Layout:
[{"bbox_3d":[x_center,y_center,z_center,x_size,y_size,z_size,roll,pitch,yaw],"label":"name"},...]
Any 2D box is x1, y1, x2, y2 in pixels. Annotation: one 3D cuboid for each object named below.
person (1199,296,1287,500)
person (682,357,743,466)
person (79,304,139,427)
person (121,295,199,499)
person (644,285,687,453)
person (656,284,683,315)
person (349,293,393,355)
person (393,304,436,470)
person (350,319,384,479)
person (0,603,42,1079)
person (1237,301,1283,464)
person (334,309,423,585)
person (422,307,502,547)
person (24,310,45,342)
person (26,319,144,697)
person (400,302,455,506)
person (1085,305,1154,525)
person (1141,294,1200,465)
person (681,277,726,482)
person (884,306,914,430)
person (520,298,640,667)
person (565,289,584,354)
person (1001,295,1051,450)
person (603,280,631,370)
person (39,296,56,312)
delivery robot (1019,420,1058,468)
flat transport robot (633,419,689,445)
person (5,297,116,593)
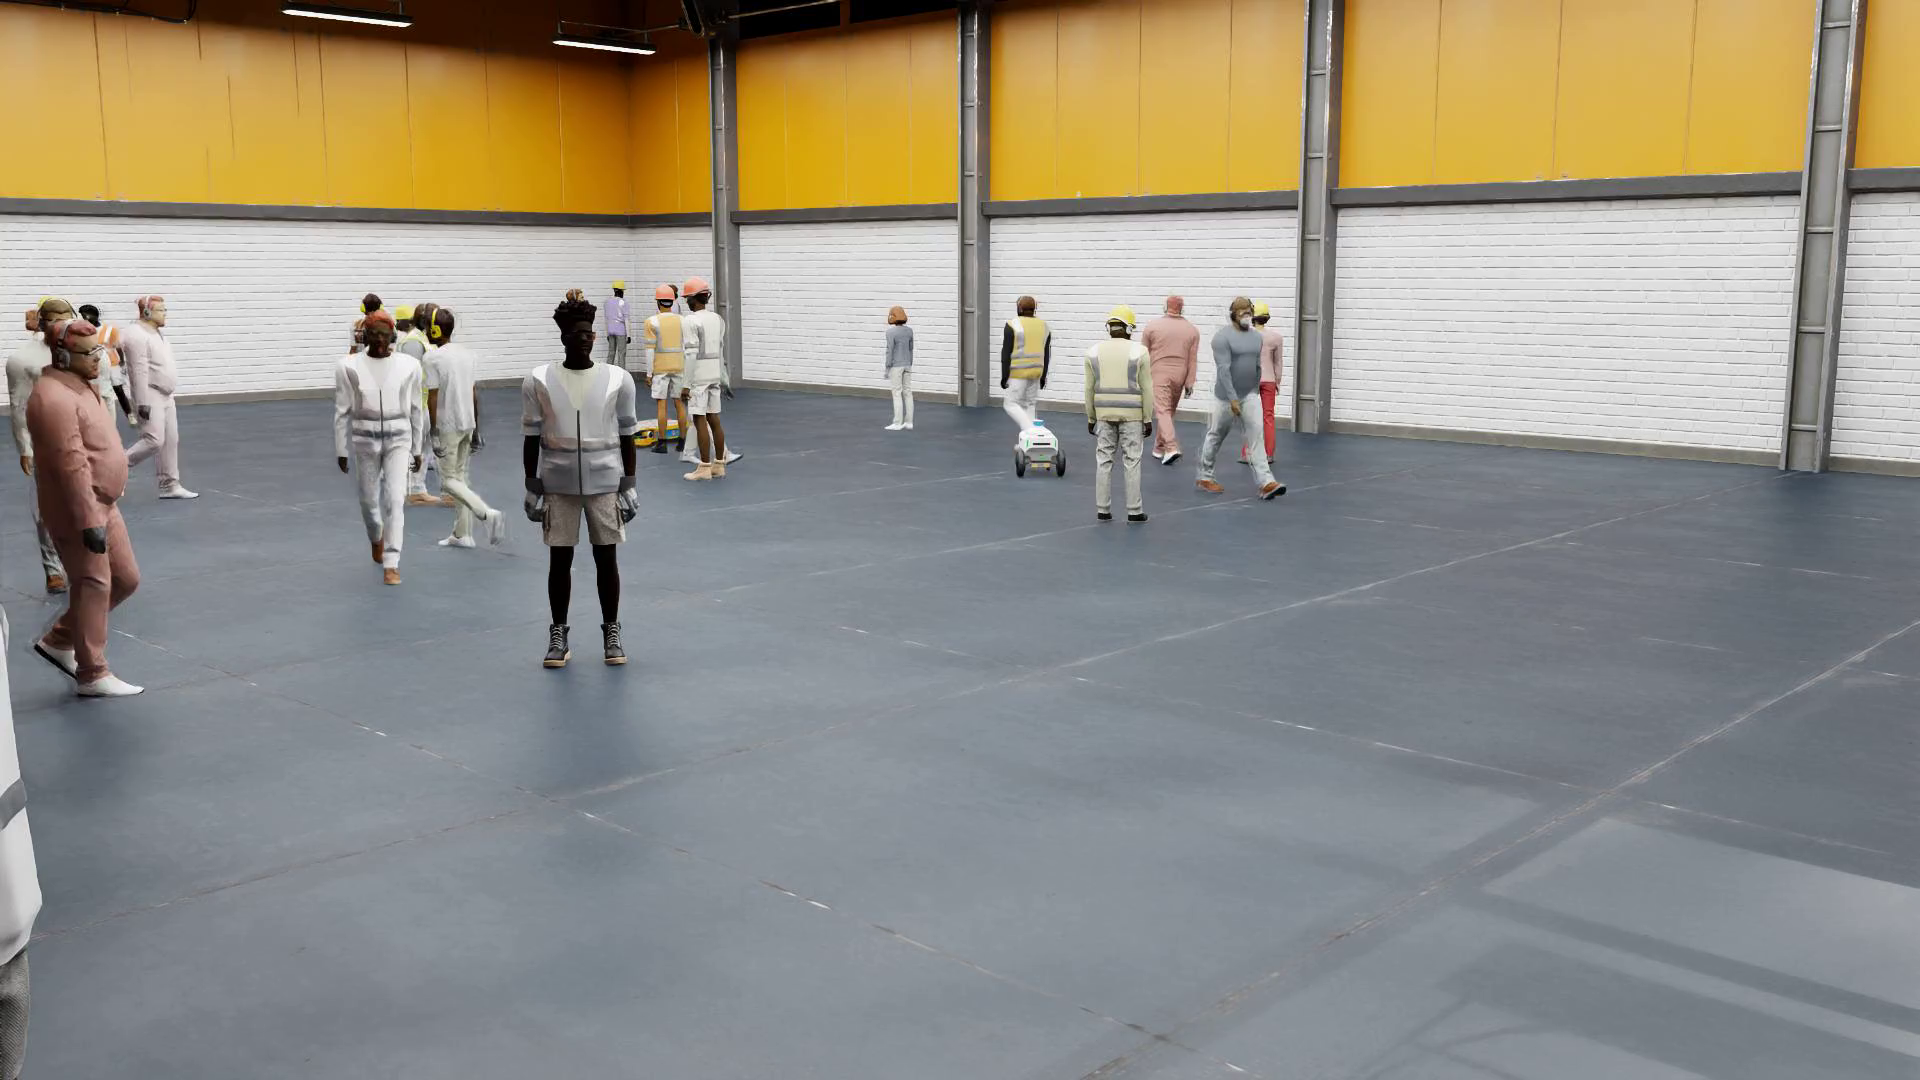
[{"bbox_3d":[2.585,-1.307,15.382,0.629,1.871,1.095,-6,11,-31],"label":"person"},{"bbox_3d":[-2.691,-1.584,17.923,0.896,1.583,0.513,5,10,26],"label":"person"},{"bbox_3d":[-11.327,-2.296,22.040,0.657,1.657,0.373,-2,9,-12],"label":"person"},{"bbox_3d":[-7.422,-1.293,15.193,0.663,1.888,0.658,-1,9,-3],"label":"person"},{"bbox_3d":[-3.376,-1.964,19.167,0.545,1.939,0.354,-6,11,-32],"label":"person"},{"bbox_3d":[-5.169,-3.648,29.792,0.429,1.841,0.633,-8,12,-40],"label":"person"},{"bbox_3d":[-6.630,-1.851,18.735,0.555,1.850,0.723,-8,12,-42],"label":"person"},{"bbox_3d":[-5.739,-1.598,17.496,0.406,1.752,0.541,-1,9,-6],"label":"person"},{"bbox_3d":[-5.896,-1.395,16.655,0.381,1.625,0.502,0,9,-3],"label":"person"},{"bbox_3d":[-1.817,0.698,2.881,0.385,1.928,0.546,-2,10,-14],"label":"person"},{"bbox_3d":[3.241,-1.702,18.078,0.526,1.772,0.303,-1,9,-5],"label":"person"},{"bbox_3d":[-3.983,-0.659,11.440,0.581,1.857,0.854,-3,10,-20],"label":"person"},{"bbox_3d":[-3.728,-0.817,12.463,0.680,1.848,0.507,5,11,30],"label":"person"},{"bbox_3d":[-11.290,-2.009,20.437,0.389,1.621,0.509,-3,10,-20],"label":"person"},{"bbox_3d":[-4.307,-0.140,8.166,0.453,1.885,0.653,-2,10,-14],"label":"person"},{"bbox_3d":[-4.619,-1.201,14.850,0.783,1.815,0.661,0,9,-3],"label":"person"},{"bbox_3d":[1.330,-1.032,13.810,0.589,1.822,0.403,4,10,24],"label":"person"},{"bbox_3d":[2.301,-1.763,18.231,0.645,1.850,1.018,-2,10,-14],"label":"person"},{"bbox_3d":[-2.600,-1.601,16.629,0.393,2.039,0.613,5,10,26],"label":"person"},{"bbox_3d":[-0.799,-2.266,21.952,0.271,1.631,0.506,8,12,41],"label":"person"},{"bbox_3d":[-2.024,-0.301,8.882,0.613,1.965,0.361,-2,9,-11],"label":"person"},{"bbox_3d":[-5.340,-2.578,23.216,0.345,1.847,0.508,-3,10,-16],"label":"person"},{"bbox_3d":[0.773,-1.898,19.116,0.642,1.824,0.542,-6,11,-33],"label":"person"},{"bbox_3d":[-6.311,-3.837,30.728,0.584,1.917,0.404,5,10,28],"label":"person"},{"bbox_3d":[-11.345,-2.206,21.163,0.924,1.783,0.595,-2,10,-13],"label":"person"},{"bbox_3d":[0.805,-0.997,17.183,0.477,0.478,0.707,-1,9,-4],"label":"delivery robot"},{"bbox_3d":[-3.776,-1.331,20.386,0.652,0.197,1.431,4,10,23],"label":"flat transport robot"},{"bbox_3d":[-5.888,-0.623,10.964,0.629,1.932,0.365,-8,12,-41],"label":"person"}]
